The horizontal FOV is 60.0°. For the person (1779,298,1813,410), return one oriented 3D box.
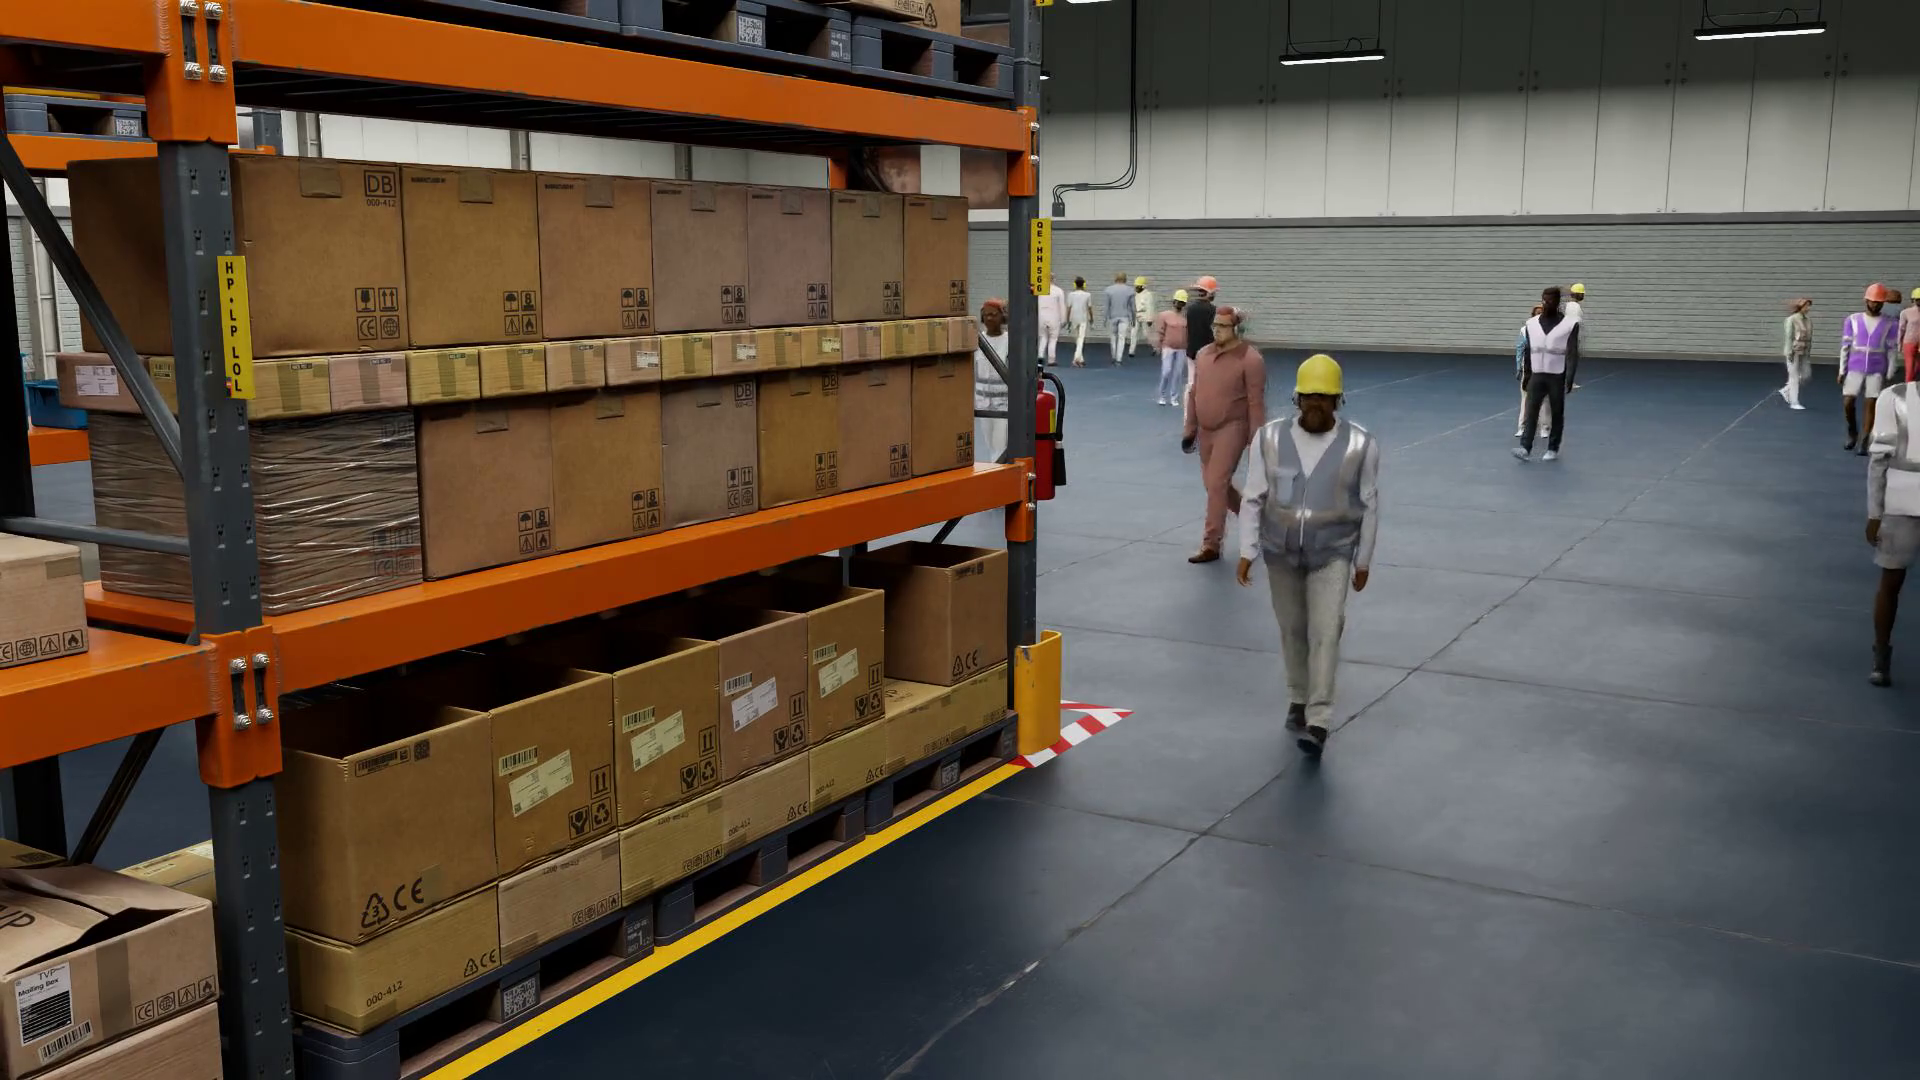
[{"bbox_3d":[12.190,-2.712,24.223,0.536,1.627,0.501,-4,11,-24],"label":"person"}]

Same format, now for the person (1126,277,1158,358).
[{"bbox_3d":[4.021,-4.872,36.430,0.849,1.791,0.630,-9,13,-42],"label":"person"}]

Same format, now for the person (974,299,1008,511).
[{"bbox_3d":[0.267,-1.180,14.627,0.608,1.835,0.974,4,11,23],"label":"person"}]

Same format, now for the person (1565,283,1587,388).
[{"bbox_3d":[10.410,-3.458,28.193,0.329,1.765,0.533,0,10,3],"label":"person"}]

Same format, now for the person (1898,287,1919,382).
[{"bbox_3d":[14.993,-3.097,26.126,0.519,1.748,0.703,2,10,12],"label":"person"}]

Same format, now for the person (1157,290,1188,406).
[{"bbox_3d":[3.192,-2.833,24.617,0.542,1.738,0.525,0,10,-3],"label":"person"}]

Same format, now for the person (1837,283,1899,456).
[{"bbox_3d":[10.164,-1.907,18.627,0.578,1.926,0.399,6,11,30],"label":"person"}]

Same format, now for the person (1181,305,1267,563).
[{"bbox_3d":[1.992,-0.799,12.304,0.853,1.875,0.640,-7,12,-34],"label":"person"}]

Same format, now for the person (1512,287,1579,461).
[{"bbox_3d":[6.314,-1.768,17.953,0.619,1.876,0.938,8,12,38],"label":"person"}]

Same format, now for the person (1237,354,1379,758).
[{"bbox_3d":[1.561,0.059,7.536,0.597,1.780,0.933,4,10,21],"label":"person"}]

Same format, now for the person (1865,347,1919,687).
[{"bbox_3d":[4.929,-0.172,8.485,0.546,1.939,0.384,4,11,23],"label":"person"}]

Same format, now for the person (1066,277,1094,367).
[{"bbox_3d":[2.399,-4.379,33.470,0.522,1.825,0.960,4,10,22],"label":"person"}]

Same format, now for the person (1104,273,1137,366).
[{"bbox_3d":[3.293,-4.524,34.049,0.661,1.888,0.997,2,10,12],"label":"person"}]

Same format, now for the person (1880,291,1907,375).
[{"bbox_3d":[17.346,-3.850,30.997,0.847,1.582,0.515,-9,13,-44],"label":"person"}]

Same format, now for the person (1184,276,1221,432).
[{"bbox_3d":[3.177,-2.342,21.049,0.836,1.964,0.654,-6,11,-32],"label":"person"}]

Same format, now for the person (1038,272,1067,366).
[{"bbox_3d":[1.838,-4.462,33.692,0.659,1.892,0.425,6,11,31],"label":"person"}]

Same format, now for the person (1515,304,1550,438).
[{"bbox_3d":[7.107,-2.076,20.465,0.514,1.641,0.309,5,11,26],"label":"person"}]
